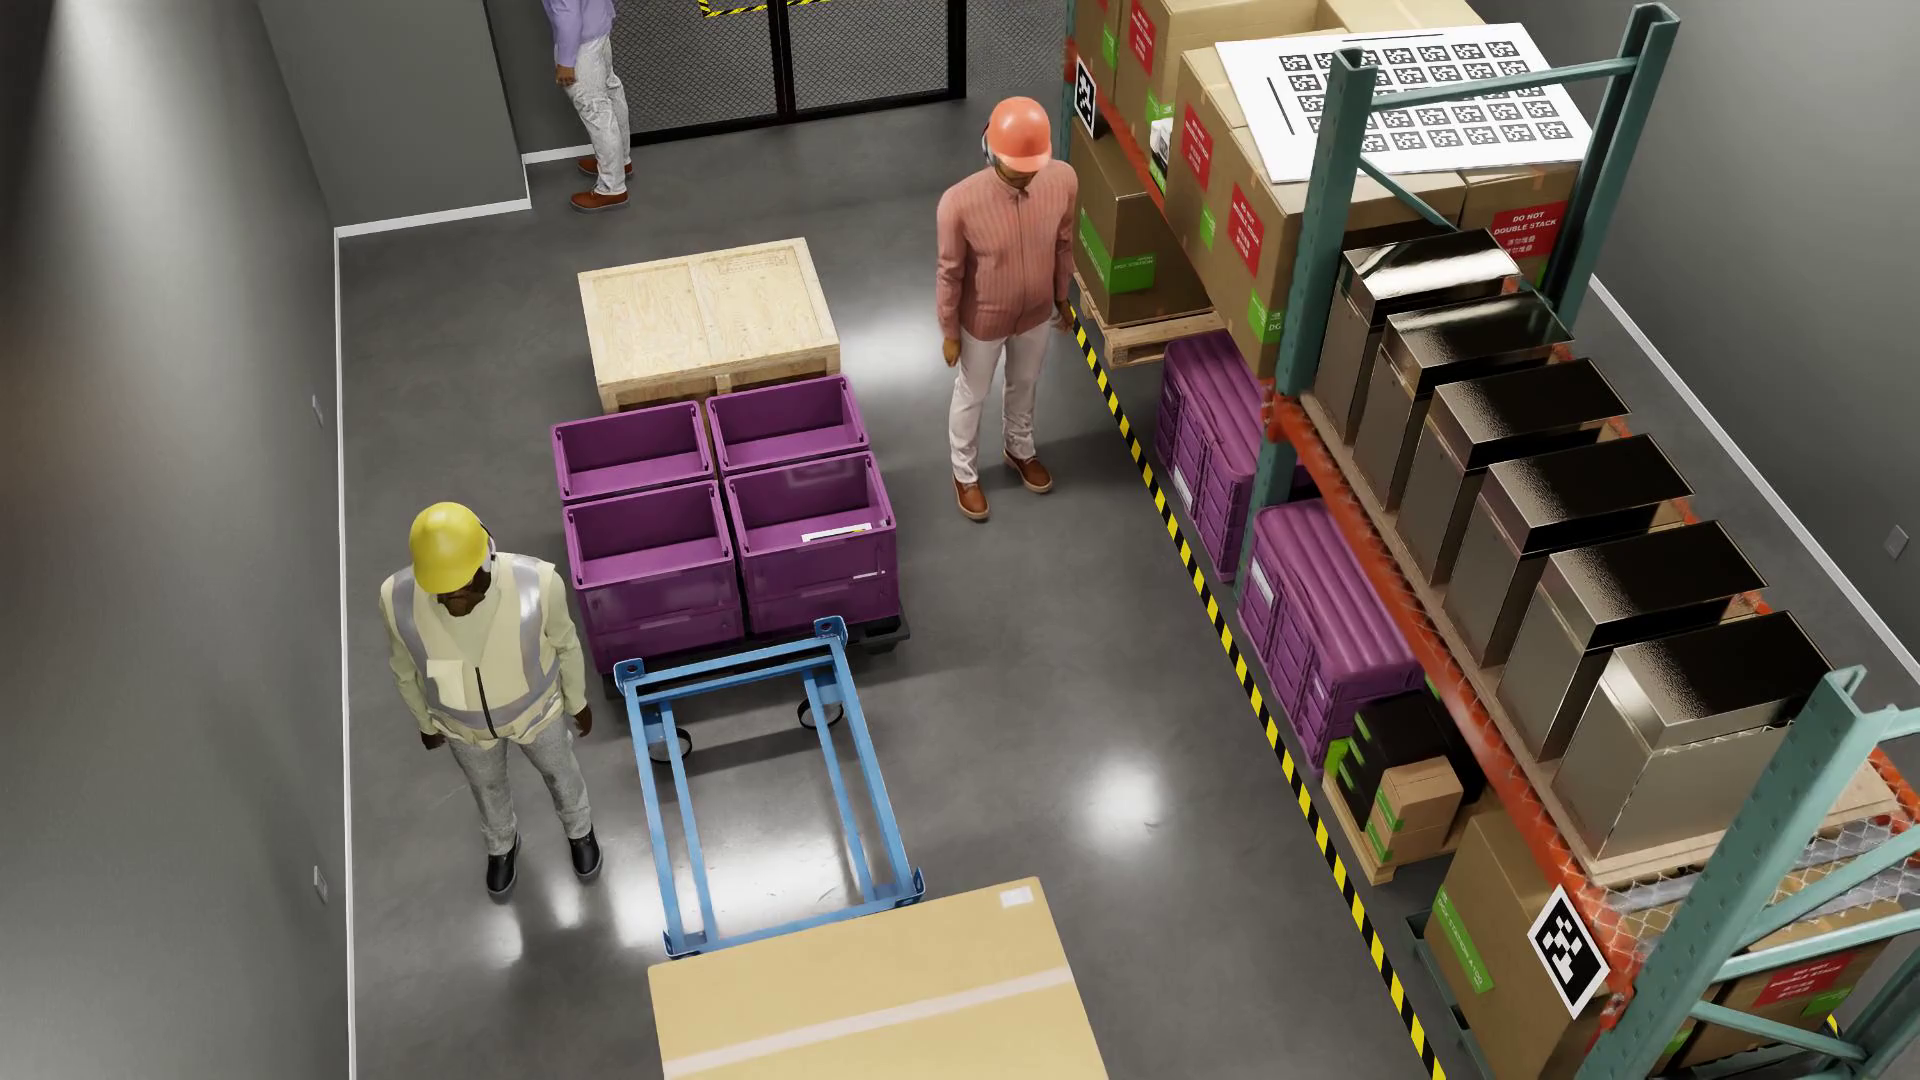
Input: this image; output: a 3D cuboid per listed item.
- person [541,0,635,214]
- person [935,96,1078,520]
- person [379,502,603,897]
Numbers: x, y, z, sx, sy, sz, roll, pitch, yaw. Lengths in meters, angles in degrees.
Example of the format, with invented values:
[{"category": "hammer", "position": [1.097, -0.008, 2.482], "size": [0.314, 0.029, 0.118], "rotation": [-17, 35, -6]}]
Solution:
[{"category": "person", "position": [-1.884, -2.516, 8.199], "size": [0.372, 1.938, 0.630], "rotation": [1, 47, 1]}, {"category": "person", "position": [0.199, -0.913, 6.689], "size": [0.614, 1.990, 0.401], "rotation": [-21, 51, -18]}, {"category": "person", "position": [-1.509, 0.544, 5.457], "size": [0.587, 1.835, 0.403], "rotation": [-8, 48, -8]}]
